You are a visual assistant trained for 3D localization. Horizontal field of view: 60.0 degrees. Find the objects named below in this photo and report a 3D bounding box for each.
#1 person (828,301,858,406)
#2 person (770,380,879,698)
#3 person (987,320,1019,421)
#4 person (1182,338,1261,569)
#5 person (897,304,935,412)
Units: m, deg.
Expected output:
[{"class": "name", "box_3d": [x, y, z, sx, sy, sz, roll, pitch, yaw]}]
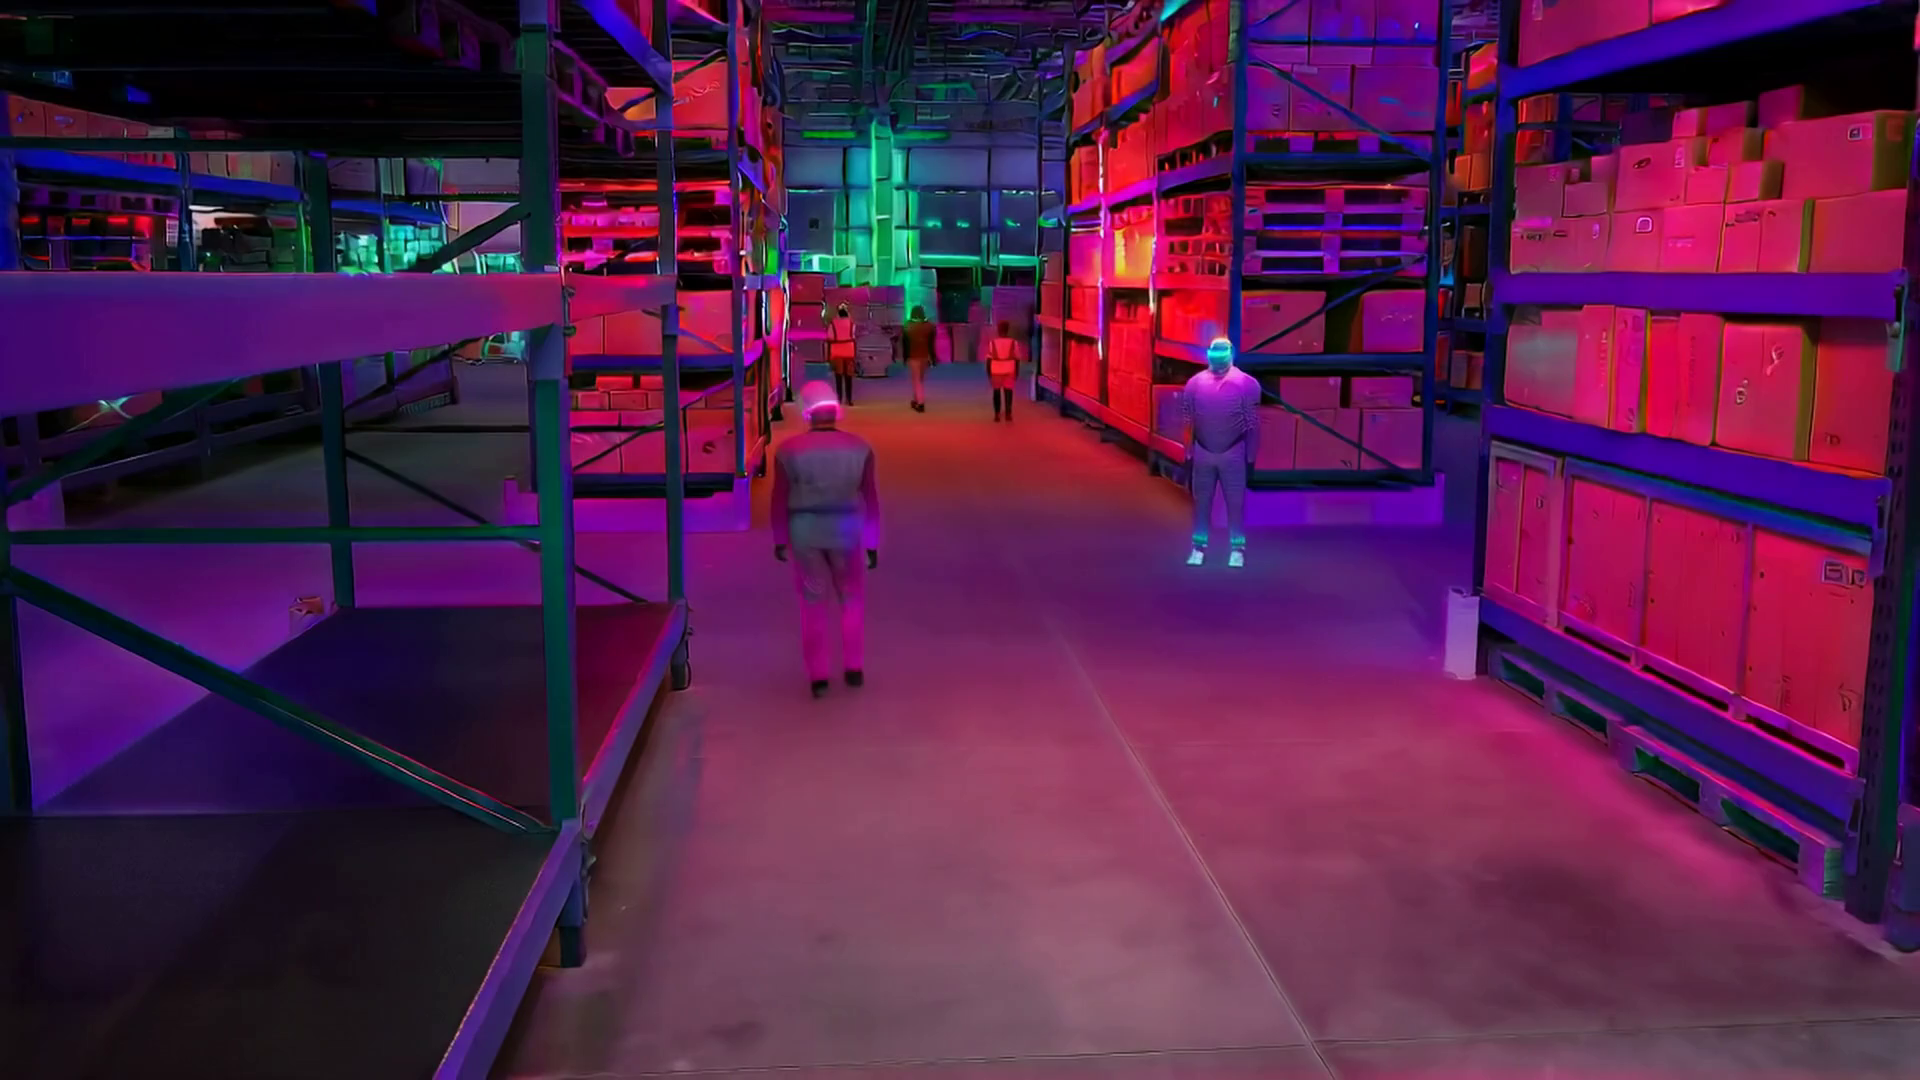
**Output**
[{"class": "person", "box_3d": [-2.145, -3.411, 30.502, 0.545, 1.938, 0.360, 0, 9, -2]}, {"class": "person", "box_3d": [-0.779, -0.016, 9.575, 0.621, 1.801, 0.585, 0, 9, -1]}, {"class": "person", "box_3d": [0.702, -2.751, 27.147, 0.538, 1.676, 0.640, 0, 9, -1]}, {"class": "person", "box_3d": [2.132, -0.710, 13.681, 0.645, 1.898, 0.395, 4, 10, 23]}, {"class": "person", "box_3d": [-0.742, -3.220, 29.432, 0.634, 1.906, 0.972, -3, 10, -19]}]
